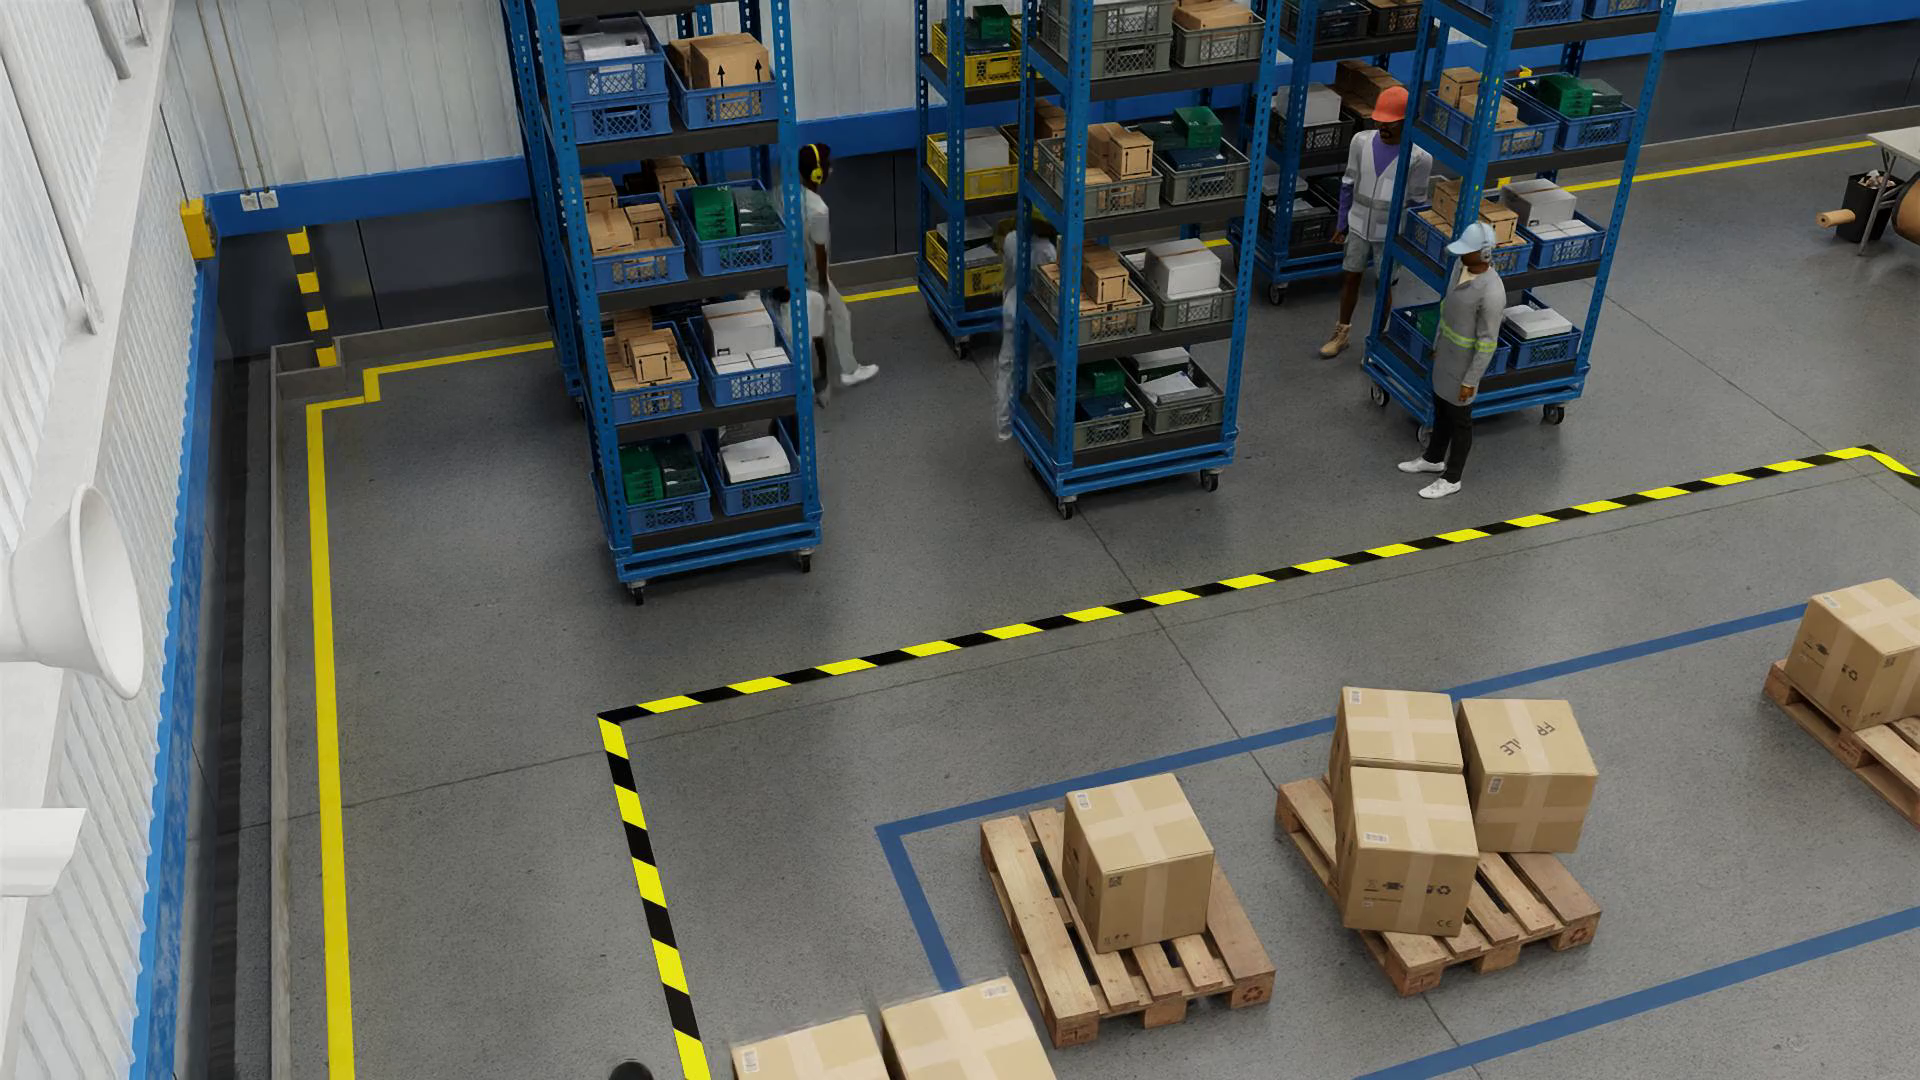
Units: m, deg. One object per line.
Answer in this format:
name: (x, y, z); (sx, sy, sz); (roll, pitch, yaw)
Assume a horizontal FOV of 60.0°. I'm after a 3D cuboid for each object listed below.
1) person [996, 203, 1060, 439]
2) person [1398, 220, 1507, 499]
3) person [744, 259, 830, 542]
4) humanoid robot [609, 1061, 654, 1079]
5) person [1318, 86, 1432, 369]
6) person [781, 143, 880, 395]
person: (0.516, -1.517, 10.961); (0.515, 1.683, 0.822); (27, 43, 33)
person: (3.055, -1.115, 10.264); (0.384, 1.851, 0.588); (-6, 36, -8)
person: (-1.082, -0.976, 10.094); (0.573, 1.828, 0.820); (-5, 36, -7)
humanoid robot: (-1.063, 2.282, 5.637); (0.611, 1.642, 0.739); (-18, 39, -23)
person: (2.894, -2.160, 11.581); (0.604, 2.044, 0.374); (22, 41, 28)
person: (-0.935, -1.841, 11.301); (0.842, 1.835, 0.545); (-28, 44, -34)
